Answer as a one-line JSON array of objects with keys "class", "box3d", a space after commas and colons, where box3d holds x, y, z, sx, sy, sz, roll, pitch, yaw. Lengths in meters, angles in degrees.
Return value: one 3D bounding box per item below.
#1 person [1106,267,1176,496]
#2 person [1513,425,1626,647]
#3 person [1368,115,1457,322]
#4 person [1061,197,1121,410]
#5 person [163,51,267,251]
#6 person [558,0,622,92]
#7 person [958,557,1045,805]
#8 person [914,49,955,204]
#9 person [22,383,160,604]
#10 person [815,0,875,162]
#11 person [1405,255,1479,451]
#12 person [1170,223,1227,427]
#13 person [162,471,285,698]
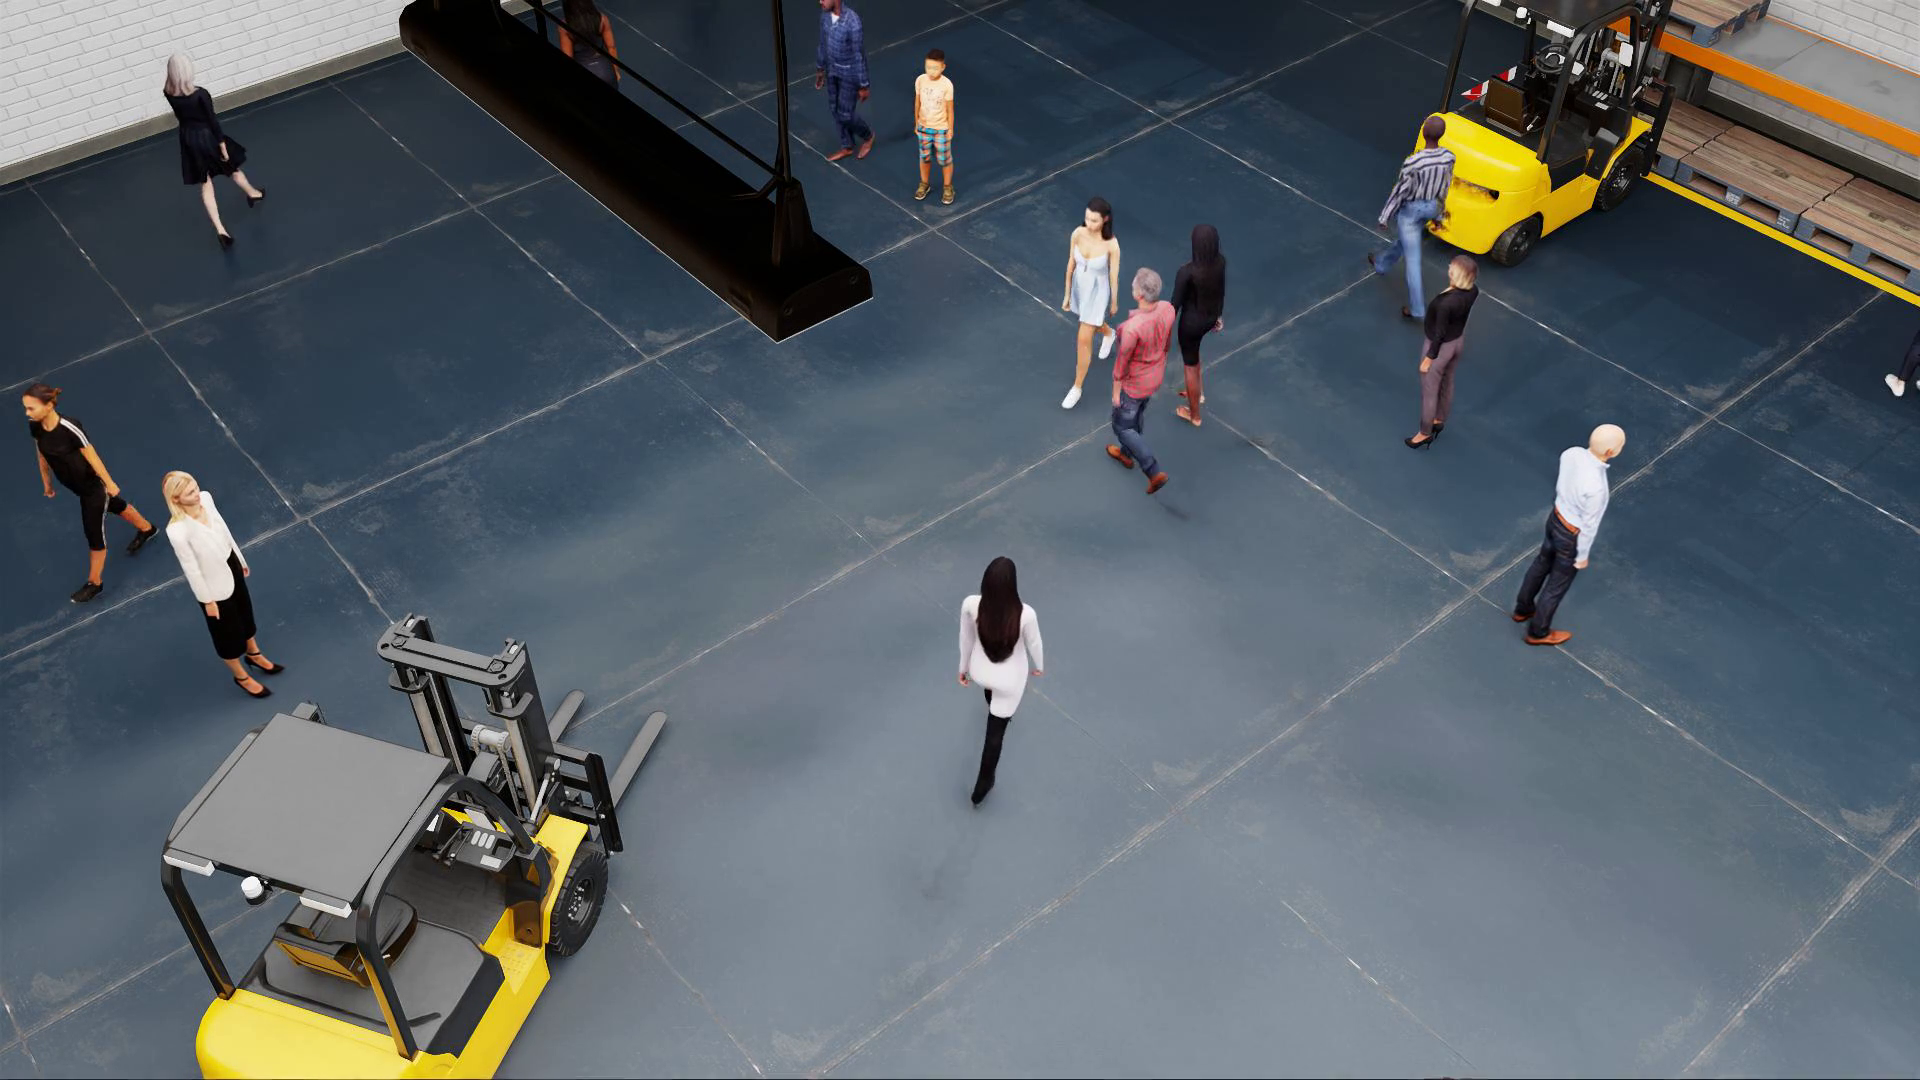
[{"class": "person", "box3d": [1.335, -1.116, 11.910, 0.713, 1.814, 0.994, -32, 52, -29]}, {"class": "person", "box3d": [3.952, -0.035, 10.795, 0.781, 1.789, 0.690, -3, 44, -4]}, {"class": "person", "box3d": [3.741, -2.546, 13.457, 0.881, 1.751, 1.229, -17, 46, -18]}, {"class": "person", "box3d": [1.050, -1.923, 12.851, 1.156, 1.685, 0.870, 24, 49, 23]}, {"class": "person", "box3d": [-6.512, -3.308, 14.287, 1.062, 1.711, 1.122, 3, 44, 3]}, {"class": "person", "box3d": [-3.358, -4.234, 15.183, 0.747, 1.814, 0.731, -15, 46, -15]}, {"class": "person", "box3d": [0.187, 0.876, 9.862, 1.168, 1.755, 1.089, 12, 45, 13]}, {"class": "person", "box3d": [-0.226, -3.723, 14.906, 0.552, 1.457, 0.646, 12, 45, 13]}, {"class": "person", "box3d": [-5.913, -0.446, 11.346, 1.111, 1.624, 0.988, 18, 46, 18]}, {"class": "person", "box3d": [-1.008, -4.333, 15.302, 0.768, 1.794, 0.633, -32, 52, -29]}, {"class": "person", "box3d": [3.575, -1.378, 12.290, 0.615, 1.671, 0.552, -35, 53, -31]}, {"class": "person", "box3d": [1.839, -1.576, 12.473, 0.625, 1.705, 0.646, -34, 53, -30]}, {"class": "person", "box3d": [-4.635, 0.271, 10.422, 0.730, 1.859, 0.666, 3, 44, 3]}]
